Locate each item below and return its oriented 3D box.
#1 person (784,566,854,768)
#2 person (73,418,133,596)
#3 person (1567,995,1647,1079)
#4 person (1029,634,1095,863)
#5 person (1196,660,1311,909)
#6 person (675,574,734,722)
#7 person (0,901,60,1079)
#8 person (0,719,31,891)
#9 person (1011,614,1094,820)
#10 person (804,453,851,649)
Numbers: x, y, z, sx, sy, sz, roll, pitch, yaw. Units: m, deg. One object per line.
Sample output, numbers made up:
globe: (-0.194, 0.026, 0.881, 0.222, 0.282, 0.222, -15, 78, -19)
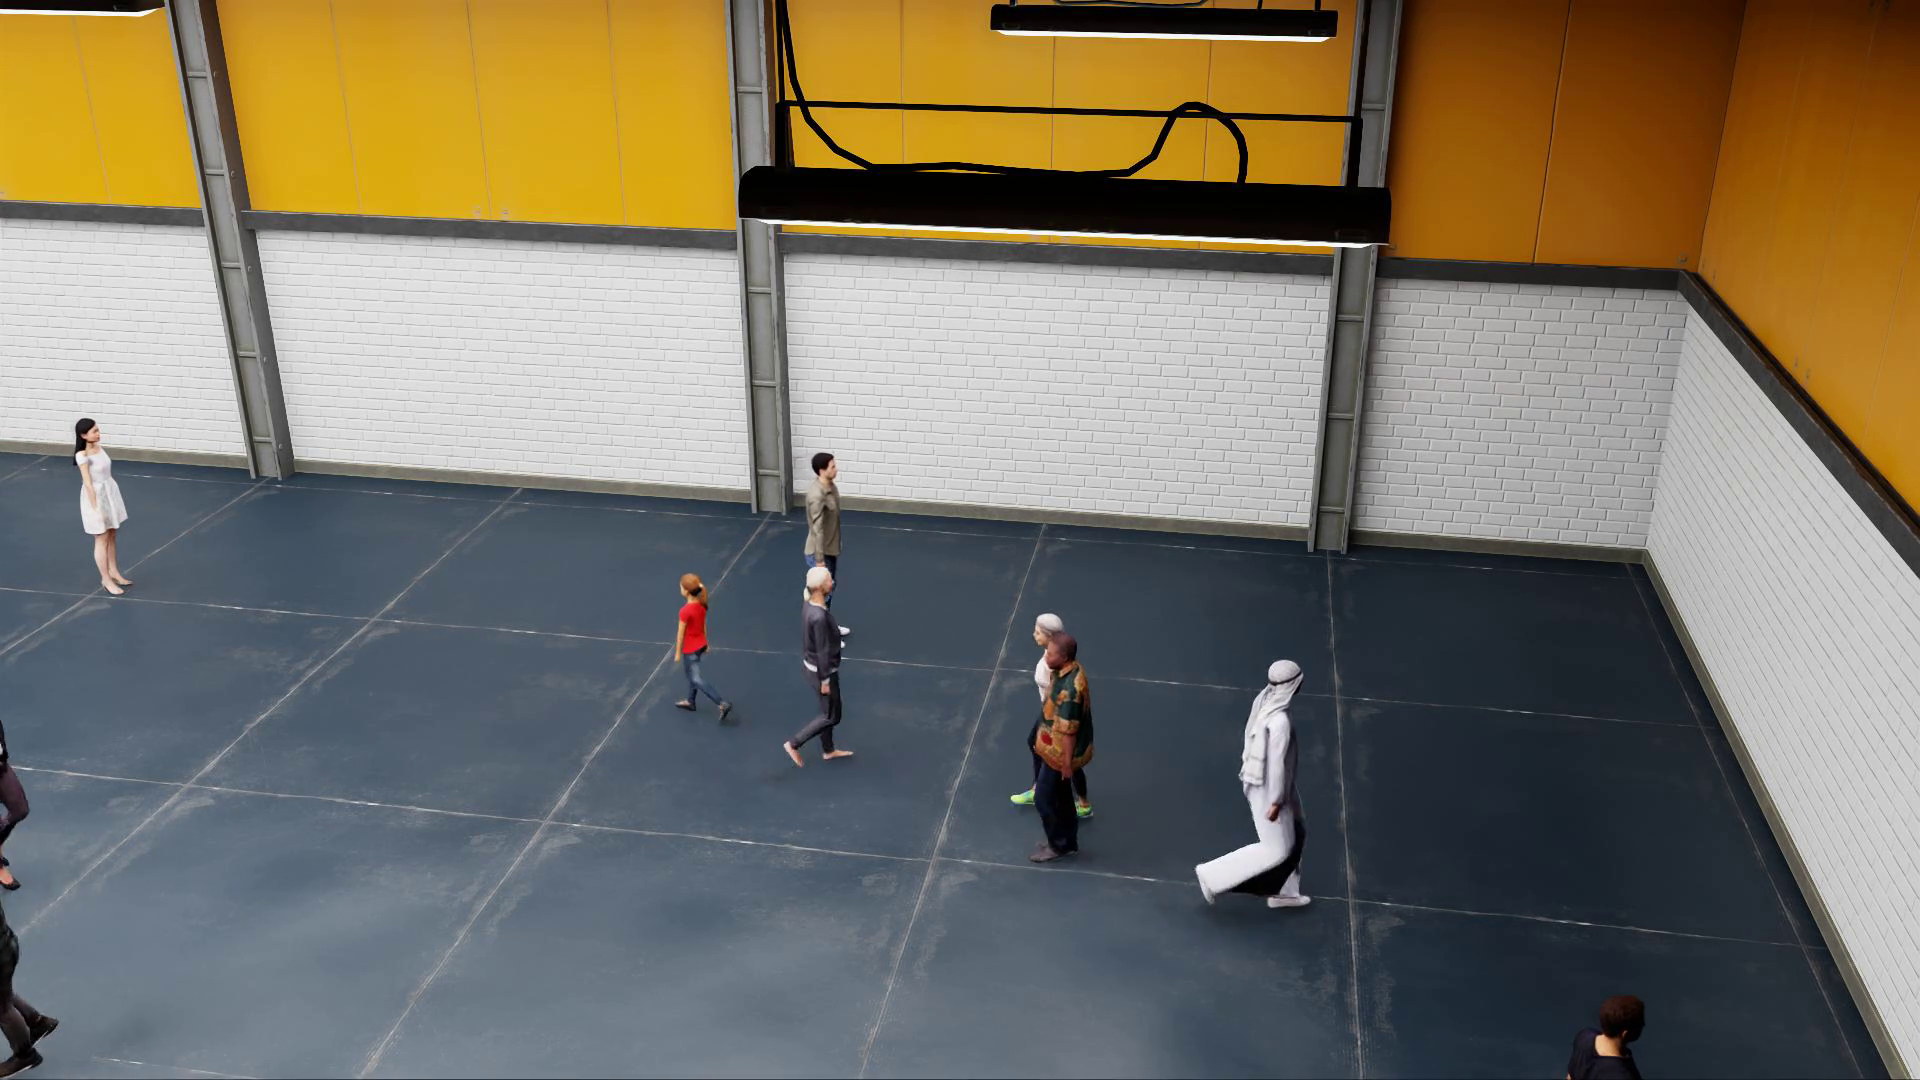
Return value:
person: (-1.165, 1.025, 13.085, 0.936, 1.711, 0.823, -7, 25, -16)
person: (-8.322, -0.338, 16.123, 0.711, 1.774, 0.711, -1, 24, -3)
person: (3.158, 3.034, 8.309, 0.684, 1.856, 0.721, -6, 24, -13)
person: (0.810, 1.483, 11.933, 0.708, 1.795, 0.716, 2, 24, 4)
person: (2.029, 1.697, 11.310, 1.119, 1.902, 0.817, -1, 24, -1)
person: (-2.161, 0.915, 13.861, 0.888, 1.290, 0.610, 10, 26, 22)
person: (-5.628, 2.388, 9.805, 0.835, 1.707, 0.819, -12, 26, -25)
person: (-6.851, 1.701, 11.603, 0.649, 1.659, 0.631, 5, 24, 12)
person: (0.827, 1.325, 12.445, 0.883, 1.675, 0.742, 0, 24, 0)
person: (-1.249, 0.081, 15.055, 0.592, 1.863, 0.699, 5, 24, 10)
